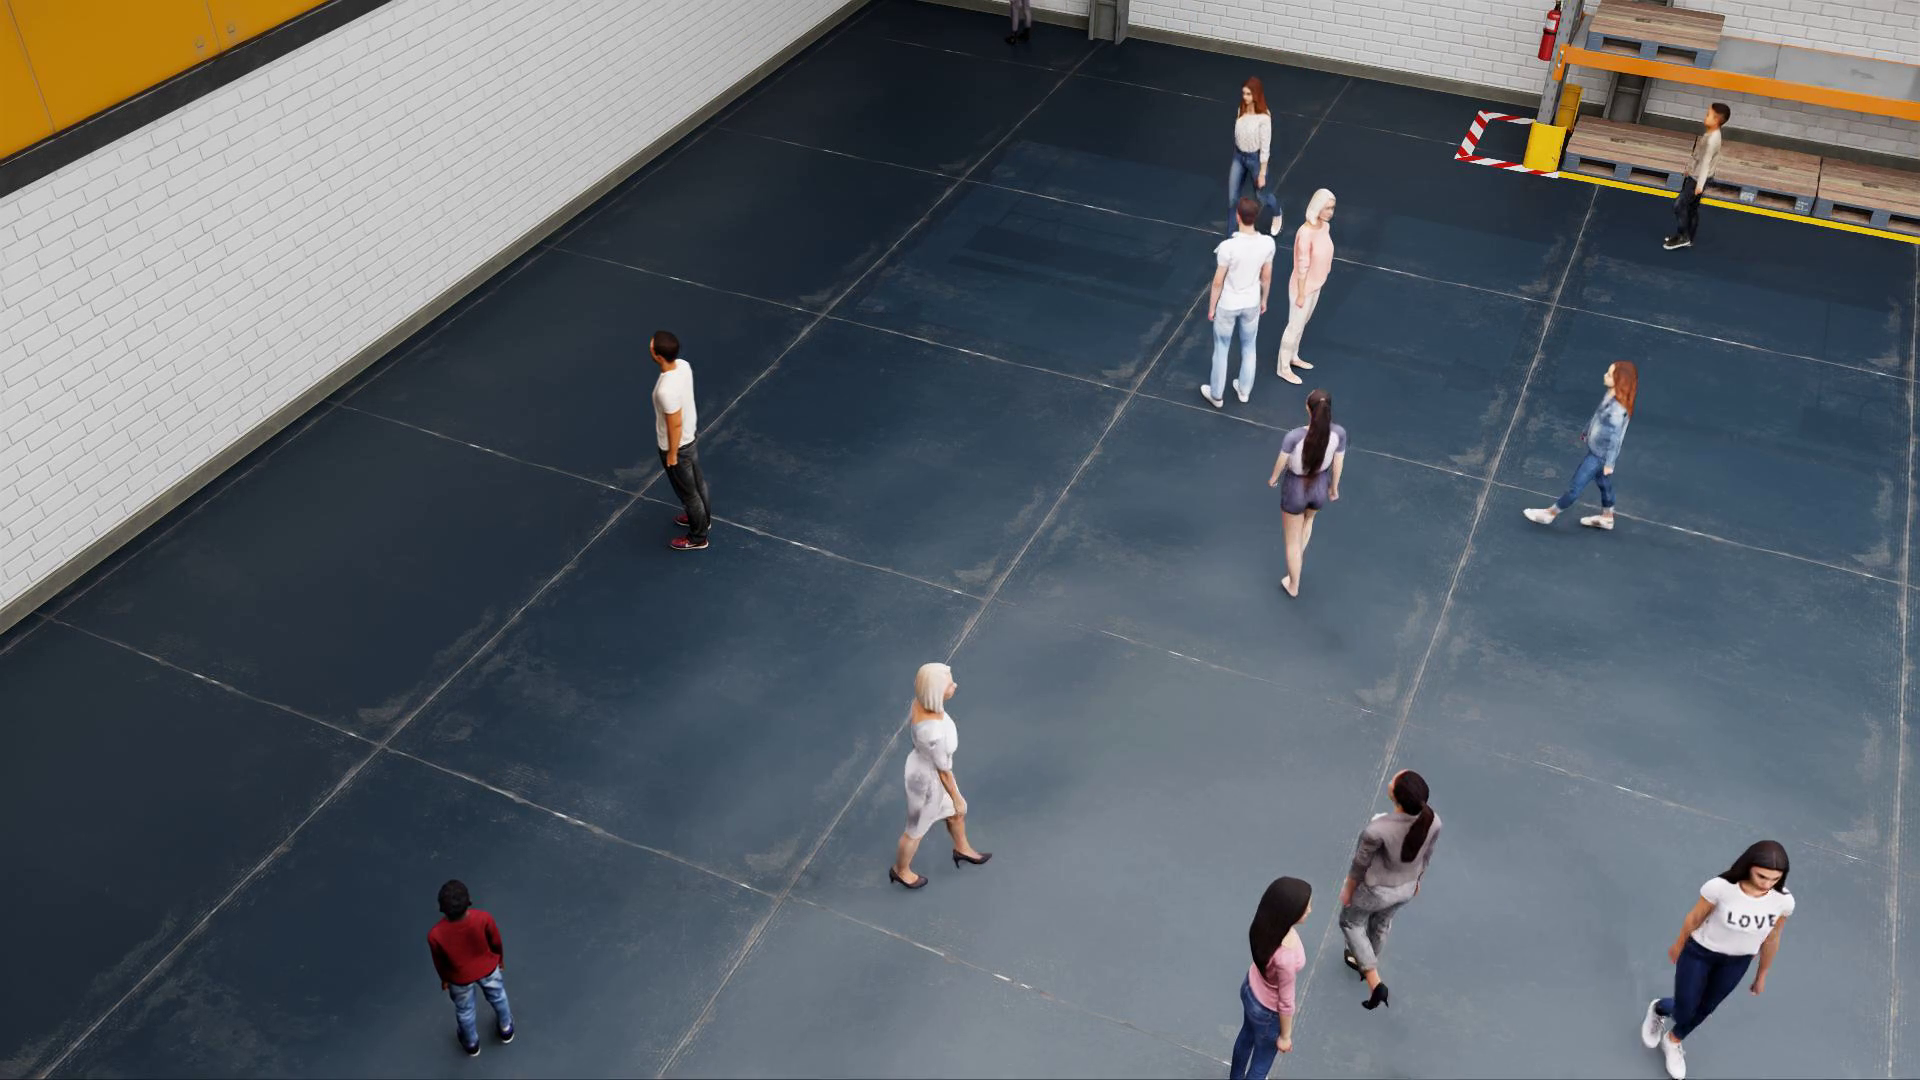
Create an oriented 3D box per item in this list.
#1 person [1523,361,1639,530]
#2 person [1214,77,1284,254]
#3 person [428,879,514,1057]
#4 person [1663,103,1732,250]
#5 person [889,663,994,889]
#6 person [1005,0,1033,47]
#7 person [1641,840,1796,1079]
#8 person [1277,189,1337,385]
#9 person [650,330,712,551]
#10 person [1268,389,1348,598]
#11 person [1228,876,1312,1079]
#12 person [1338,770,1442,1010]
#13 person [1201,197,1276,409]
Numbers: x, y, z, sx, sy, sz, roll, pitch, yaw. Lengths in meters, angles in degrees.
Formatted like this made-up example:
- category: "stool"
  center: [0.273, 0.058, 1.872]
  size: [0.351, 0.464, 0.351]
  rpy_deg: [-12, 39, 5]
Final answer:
- category: "person"
  center: [4.796, -0.655, 12.210]
  size: [0.956, 1.454, 0.714]
  rpy_deg: [8, 39, 10]
- category: "person"
  center: [2.799, -3.553, 15.646]
  size: [0.989, 1.695, 1.138]
  rpy_deg: [-29, 47, -31]
- category: "person"
  center: [-2.566, 2.246, 8.739]
  size: [0.581, 1.253, 0.624]
  rpy_deg: [-19, 42, -22]
- category: "person"
  center: [7.021, -3.391, 15.637]
  size: [0.554, 1.452, 0.590]
  rpy_deg: [11, 40, 14]
- category: "person"
  center: [-0.259, 1.384, 9.441]
  size: [0.955, 1.724, 0.813]
  rpy_deg: [-2, 39, -3]
- category: "person"
  center: [0.727, -6.519, 19.695]
  size: [0.589, 1.277, 0.628]
  rpy_deg: [-22, 44, -26]
- category: "person"
  center: [3.855, 2.076, 8.544]
  size: [0.684, 1.761, 0.758]
  rpy_deg: [4, 39, 5]
- category: "person"
  center: [2.889, -2.138, 13.850]
  size: [0.553, 1.724, 0.623]
  rpy_deg: [21, 43, 24]
- category: "person"
  center: [-2.021, -0.728, 12.024]
  size: [0.666, 1.801, 0.711]
  rpy_deg: [2, 39, 3]
- category: "person"
  center: [2.444, -0.282, 11.602]
  size: [0.841, 1.630, 0.884]
  rpy_deg: [-8, 39, -10]
- category: "person"
  center: [1.530, 2.292, 8.290]
  size: [0.673, 1.741, 0.653]
  rpy_deg: [-5, 39, -6]
- category: "person"
  center: [2.280, 1.906, 8.832]
  size: [0.858, 1.667, 0.914]
  rpy_deg: [-12, 40, -14]
- category: "person"
  center: [2.250, -1.898, 13.446]
  size: [0.726, 1.853, 0.801]
  rpy_deg: [-10, 40, -12]
